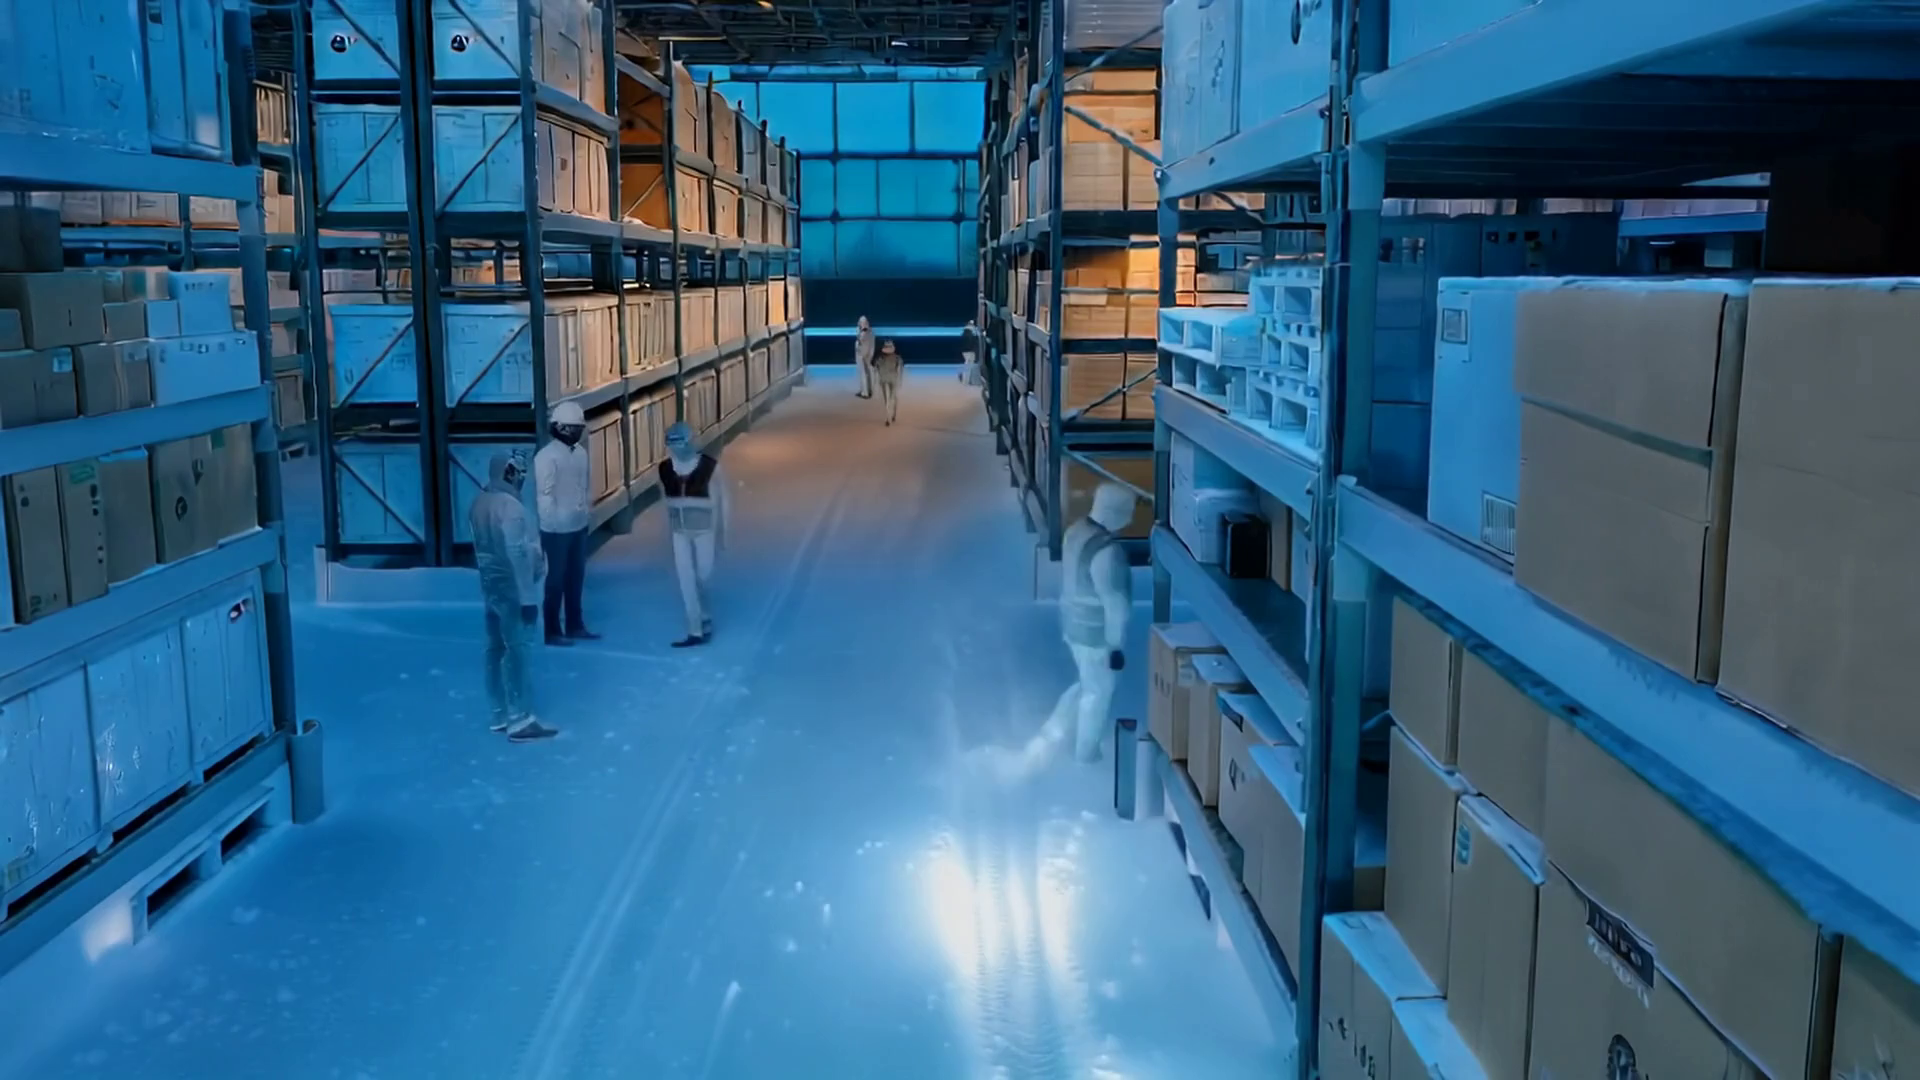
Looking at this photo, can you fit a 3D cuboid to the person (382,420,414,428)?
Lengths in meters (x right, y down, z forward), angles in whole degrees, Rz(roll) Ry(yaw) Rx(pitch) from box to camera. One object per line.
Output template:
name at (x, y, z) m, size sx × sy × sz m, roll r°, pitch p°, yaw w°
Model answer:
person at (-6.943, -1.305, 20.894) m, size 0.598 × 1.891 × 0.817 m, roll 0°, pitch 9°, yaw -2°

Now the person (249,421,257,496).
person at (-9.570, -1.381, 22.137) m, size 0.499 × 1.633 × 0.281 m, roll 1°, pitch 9°, yaw 9°

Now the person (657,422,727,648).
person at (-2.152, -0.054, 13.501) m, size 0.636 × 1.800 × 0.673 m, roll 2°, pitch 9°, yaw 11°

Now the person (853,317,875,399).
person at (-2.273, -4.274, 39.041) m, size 0.409 × 1.907 × 0.650 m, roll -6°, pitch 11°, yaw -34°

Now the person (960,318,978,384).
person at (0.249, -4.980, 43.930) m, size 0.359 × 1.732 × 0.549 m, roll -4°, pitch 10°, yaw -23°

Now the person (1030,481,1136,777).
person at (0.770, 0.545, 9.804) m, size 0.484 × 1.814 × 0.684 m, roll -2°, pitch 9°, yaw -12°

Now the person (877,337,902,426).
person at (-1.373, -3.085, 32.270) m, size 0.499 × 1.727 × 0.574 m, roll -1°, pitch 9°, yaw -7°

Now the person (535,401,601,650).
person at (-3.146, -0.118, 13.317) m, size 0.419 × 1.984 × 0.621 m, roll 3°, pitch 10°, yaw 20°

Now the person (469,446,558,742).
person at (-2.888, 0.344, 10.747) m, size 0.407 × 1.902 × 0.638 m, roll -7°, pitch 12°, yaw -38°
